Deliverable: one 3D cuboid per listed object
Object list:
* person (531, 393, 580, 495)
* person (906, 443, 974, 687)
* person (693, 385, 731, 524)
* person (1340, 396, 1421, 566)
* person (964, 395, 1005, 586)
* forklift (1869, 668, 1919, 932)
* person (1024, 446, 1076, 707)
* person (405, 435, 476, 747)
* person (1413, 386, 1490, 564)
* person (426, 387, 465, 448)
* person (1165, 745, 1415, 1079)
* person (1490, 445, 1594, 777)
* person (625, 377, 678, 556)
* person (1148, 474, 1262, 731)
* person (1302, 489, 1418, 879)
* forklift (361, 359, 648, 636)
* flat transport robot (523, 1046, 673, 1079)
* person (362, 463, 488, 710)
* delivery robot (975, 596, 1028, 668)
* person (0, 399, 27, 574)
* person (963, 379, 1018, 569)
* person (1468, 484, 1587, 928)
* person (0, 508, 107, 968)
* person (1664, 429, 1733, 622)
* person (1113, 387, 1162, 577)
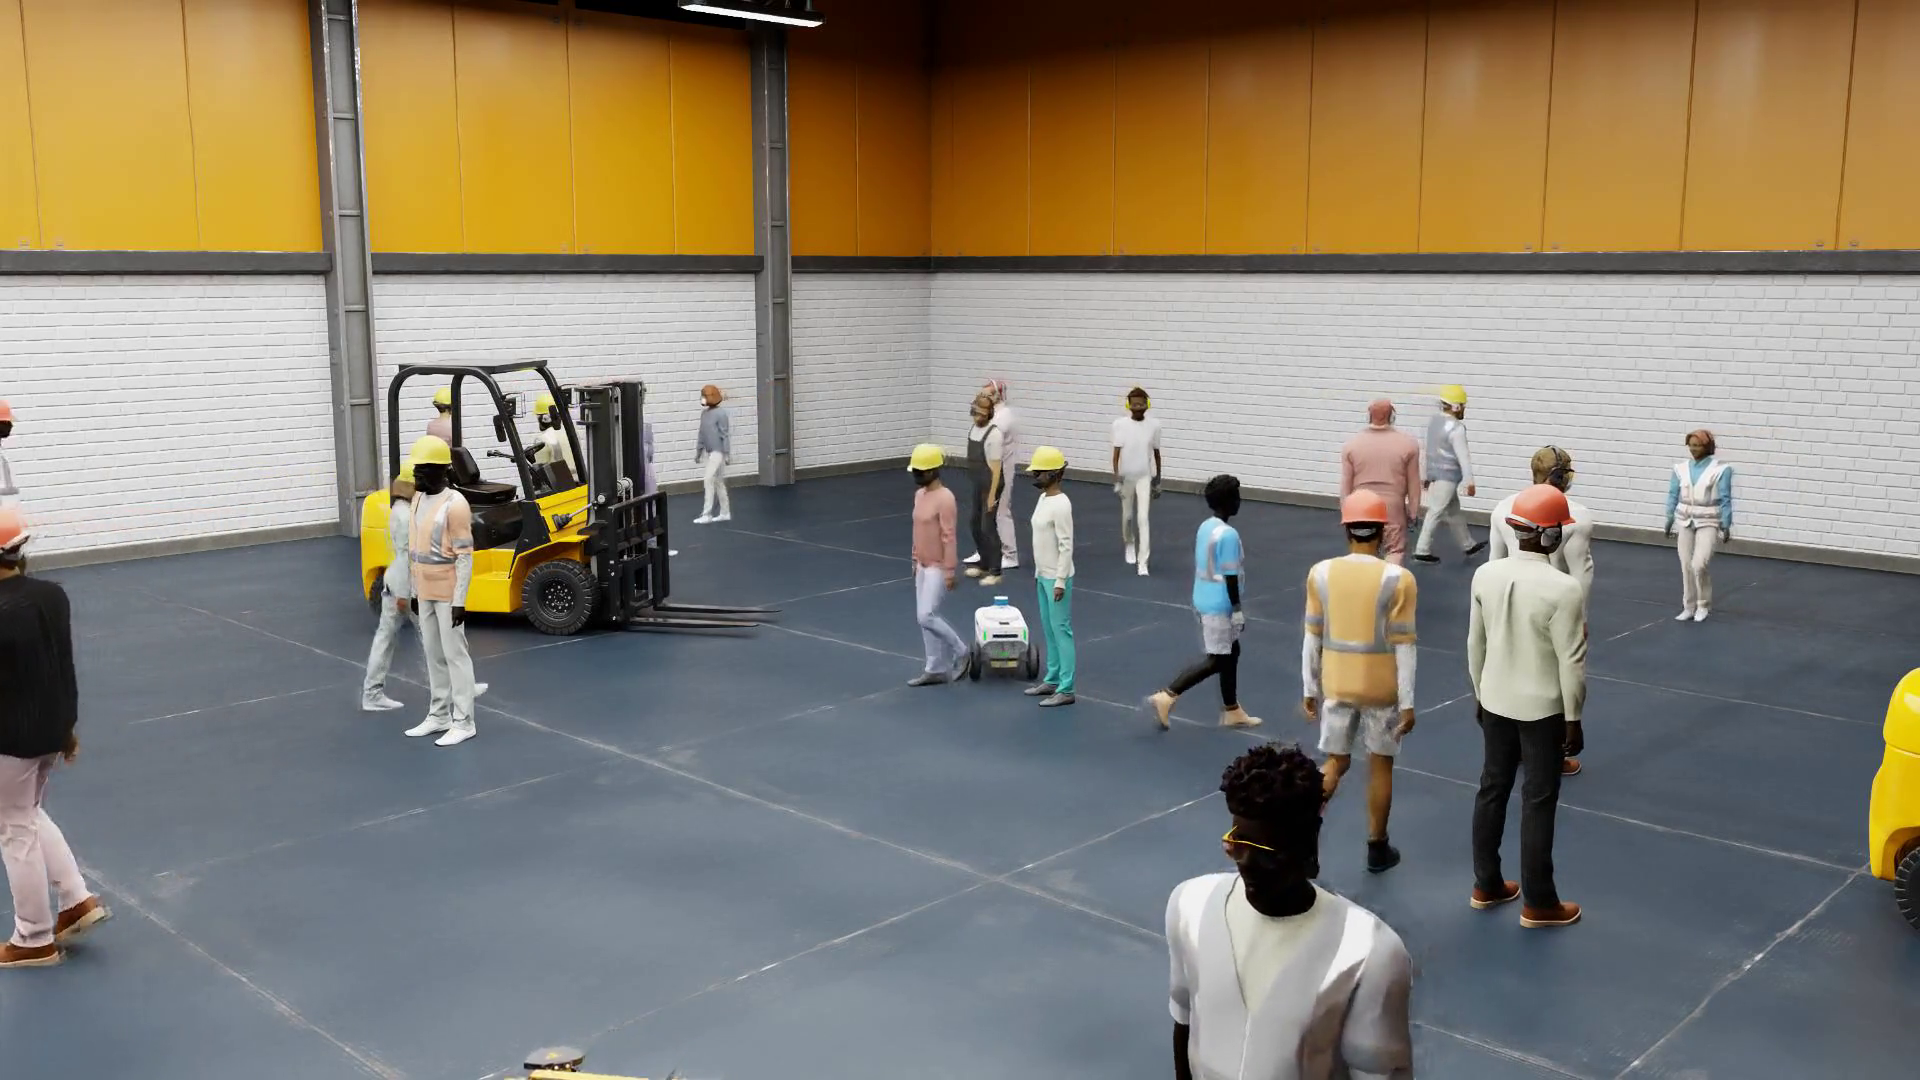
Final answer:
[{"bbox_3d":[-3.697,-0.428,15.204,0.404,1.825,0.601,4,10,21],"label":"person"},{"bbox_3d":[-0.187,0.185,11.646,0.414,1.742,0.550,-5,10,-26],"label":"person"},{"bbox_3d":[-2.935,-0.985,19.265,0.681,1.608,0.520,-7,11,-36],"label":"person"},{"bbox_3d":[3.494,-0.248,13.874,0.660,1.892,0.617,4,10,22],"label":"person"},{"bbox_3d":[0.236,-0.462,15.477,0.453,1.803,0.594,-5,11,-29],"label":"person"},{"bbox_3d":[5.205,0.723,7.013,2.313,2.155,1.214,9,13,43],"label":"forklift"},{"bbox_3d":[0.605,0.243,11.261,0.329,1.767,0.528,-2,9,-13],"label":"person"},{"bbox_3d":[-3.247,0.310,10.349,0.590,1.930,0.359,8,12,41],"label":"person"},{"bbox_3d":[4.963,-0.642,16.621,0.917,1.782,0.626,-1,9,-9],"label":"person"},{"bbox_3d":[-5.128,-0.646,16.705,0.530,1.772,0.303,6,11,34],"label":"person"},{"bbox_3d":[0.724,1.390,3.786,0.620,1.916,0.997,6,11,34],"label":"person"},{"bbox_3d":[3.377,0.414,9.695,0.378,1.937,0.628,-7,12,-38],"label":"person"},{"bbox_3d":[-3.375,-0.717,16.854,0.927,1.873,0.638,-9,13,-42],"label":"person"},{"bbox_3d":[1.569,0.409,10.516,0.728,1.673,0.535,-1,9,-4],"label":"person"},{"bbox_3d":[1.884,0.716,7.969,0.564,1.907,0.734,7,11,35],"label":"person"},{"bbox_3d":[-3.850,-0.407,13.936,2.313,2.155,1.214,2,9,11],"label":"forklift"},{"bbox_3d":[-1.293,1.988,5.134,0.652,0.197,1.431,2,9,10],"label":"flat transport robot"},{"bbox_3d":[-3.645,0.297,11.152,0.852,1.681,0.496,-5,10,-27],"label":"person"},{"bbox_3d":[0.300,0.656,12.149,0.477,0.478,0.707,-1,9,-3],"label":"delivery robot"},{"bbox_3d":[-7.852,-0.186,13.441,0.756,1.919,0.546,-5,10,-27],"label":"person"},{"bbox_3d":[0.277,-0.636,16.284,0.653,1.879,0.656,0,9,-2],"label":"person"},{"bbox_3d":[2.568,0.739,7.515,0.378,1.996,0.611,-6,11,-31],"label":"person"},{"bbox_3d":[-3.952,0.835,6.955,0.420,1.981,0.650,1,9,4],"label":"person"},{"bbox_3d":[6.120,-0.108,13.837,0.405,1.622,0.549,-7,11,-36],"label":"person"},{"bbox_3d":[1.732,-0.603,16.332,0.482,1.821,0.991,1,9,7],"label":"person"}]
